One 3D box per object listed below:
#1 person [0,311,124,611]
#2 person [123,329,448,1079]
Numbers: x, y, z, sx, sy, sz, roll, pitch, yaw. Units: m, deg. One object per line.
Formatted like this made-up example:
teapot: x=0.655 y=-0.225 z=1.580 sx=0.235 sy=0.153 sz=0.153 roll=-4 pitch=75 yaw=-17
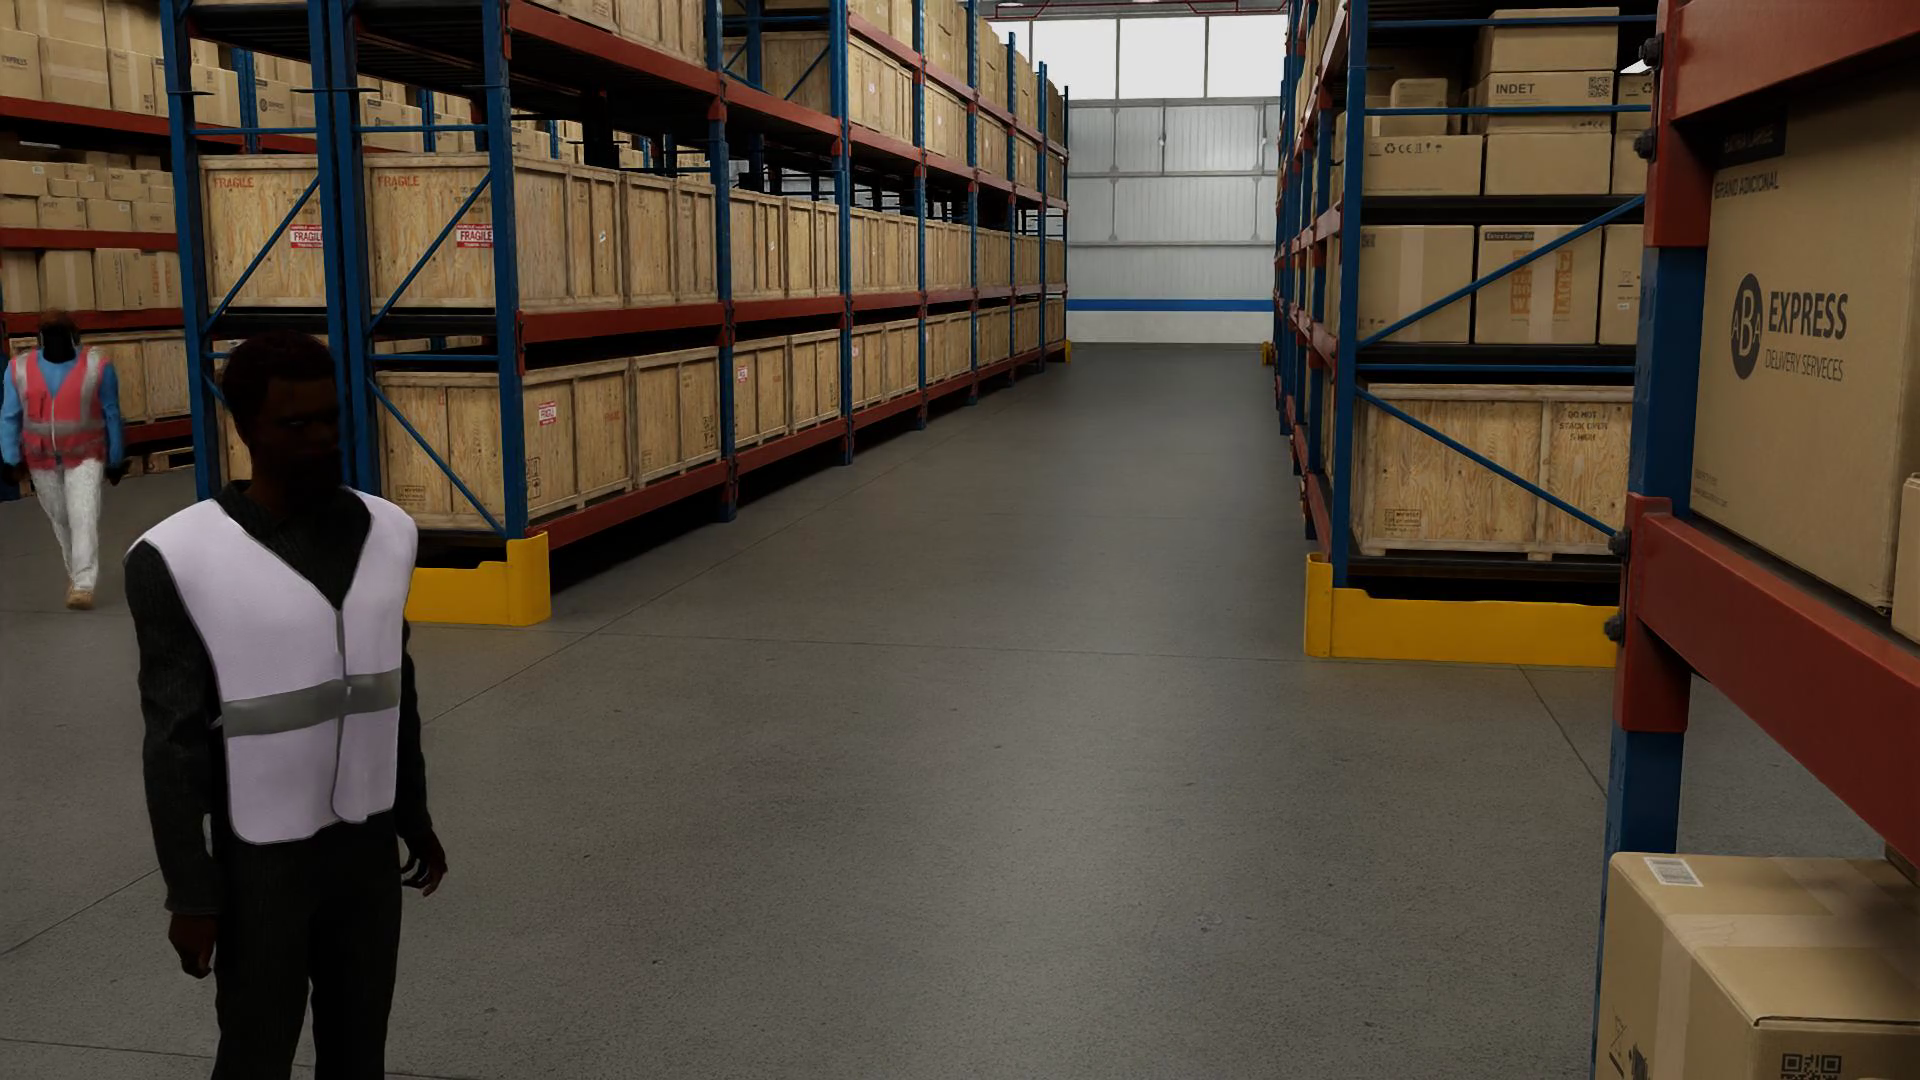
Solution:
person: x=-5.431 y=-0.484 z=10.081 sx=0.630 sy=1.796 sz=0.951 roll=-2 pitch=9 yaw=-13
person: x=-1.250 y=0.565 z=3.158 sx=0.383 sy=1.918 sz=0.597 roll=5 pitch=10 yaw=29
